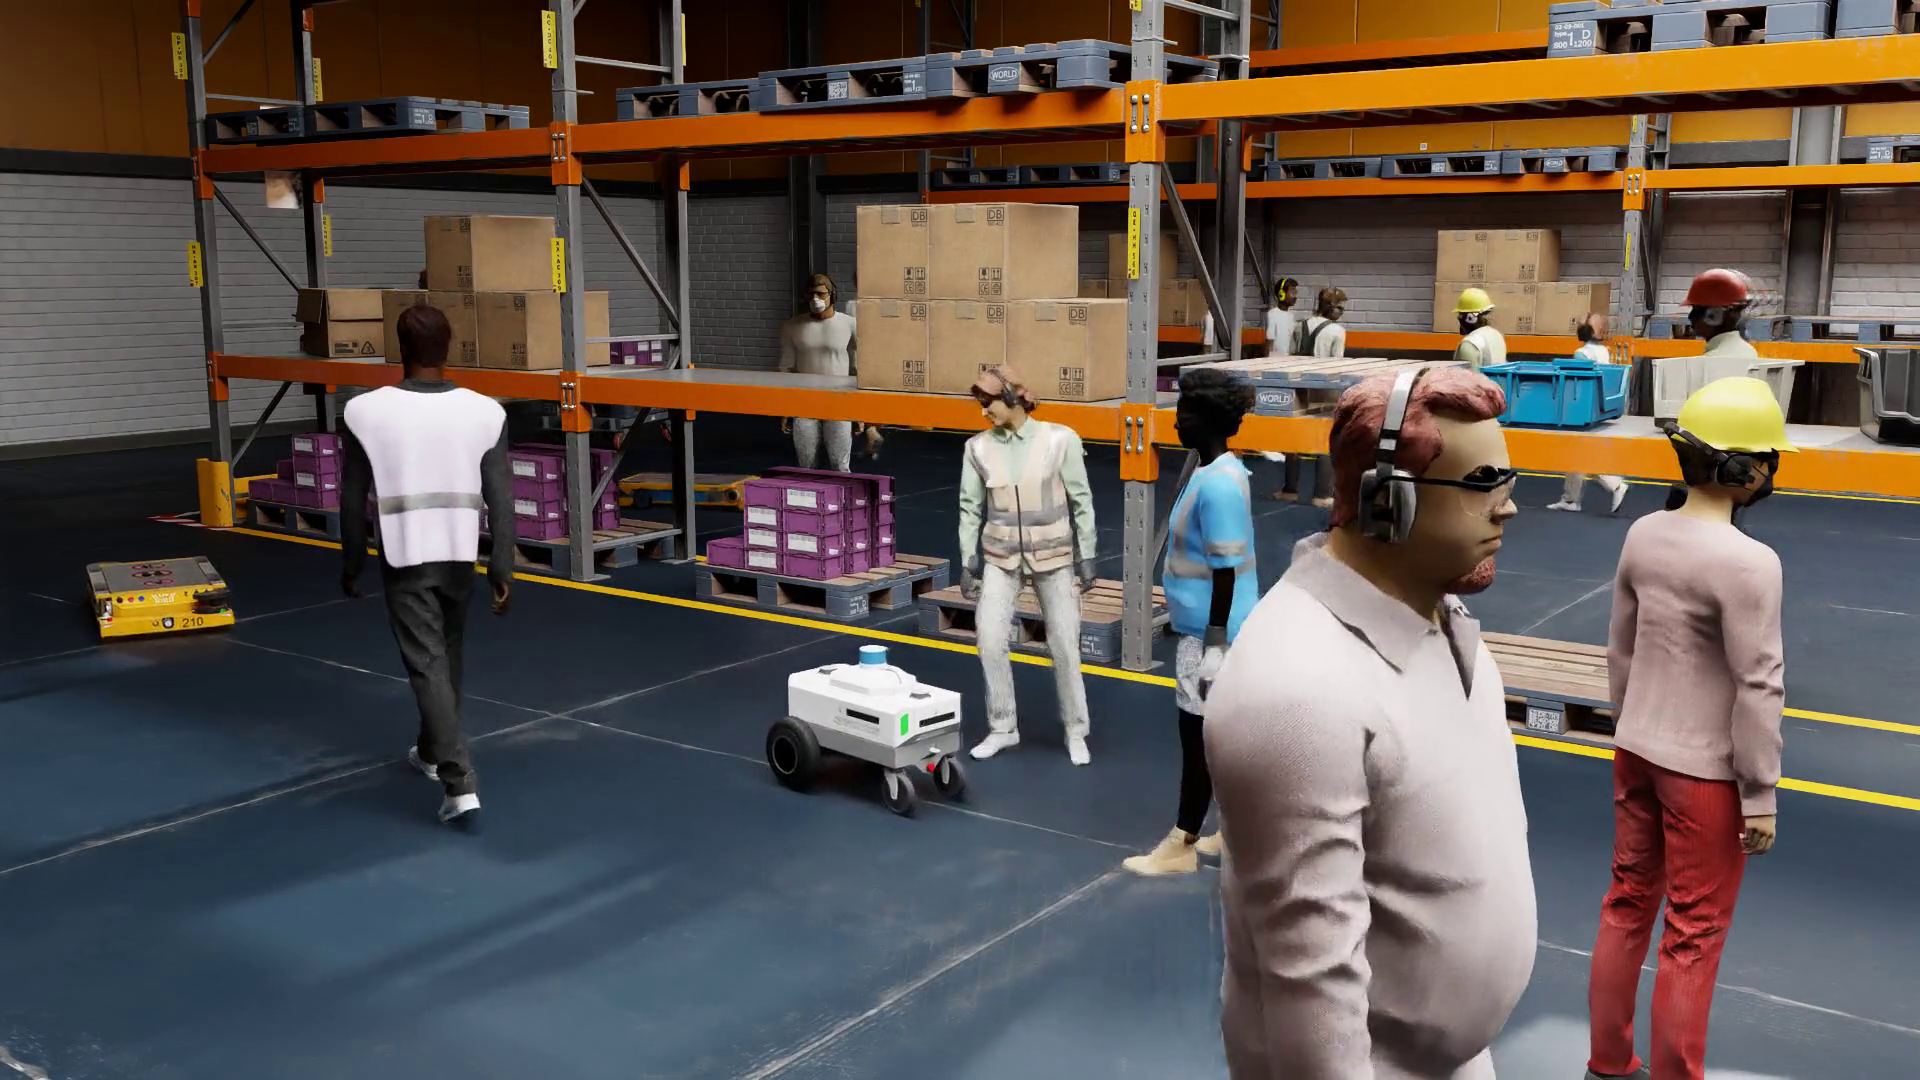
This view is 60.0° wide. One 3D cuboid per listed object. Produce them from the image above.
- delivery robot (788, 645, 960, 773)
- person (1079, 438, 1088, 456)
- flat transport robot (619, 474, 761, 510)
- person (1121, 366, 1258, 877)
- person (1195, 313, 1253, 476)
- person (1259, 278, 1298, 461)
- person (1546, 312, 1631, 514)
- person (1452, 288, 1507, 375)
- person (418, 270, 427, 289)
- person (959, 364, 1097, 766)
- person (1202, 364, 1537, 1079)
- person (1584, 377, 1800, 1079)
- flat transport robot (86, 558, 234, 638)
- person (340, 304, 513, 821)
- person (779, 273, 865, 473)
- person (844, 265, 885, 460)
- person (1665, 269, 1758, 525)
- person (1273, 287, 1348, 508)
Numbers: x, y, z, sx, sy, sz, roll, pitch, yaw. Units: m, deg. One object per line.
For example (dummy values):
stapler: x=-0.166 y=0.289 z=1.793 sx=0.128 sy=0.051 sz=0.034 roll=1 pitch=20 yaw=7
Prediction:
delivery robot: x=-0.329 y=0.645 z=6.333 sx=0.707 sy=0.478 sz=0.477 roll=9 pitch=13 yaw=44
person: x=1.158 y=-1.636 z=17.007 sx=0.424 sy=1.622 sz=0.545 roll=8 pitch=12 yaw=40
flat transport robot: x=-2.203 y=-0.410 z=13.743 sx=1.431 sy=0.197 sz=0.652 roll=2 pitch=10 yaw=12
person: x=0.800 y=0.278 z=5.465 sx=0.401 sy=1.696 sz=0.561 roll=1 pitch=10 yaw=6
person: x=2.544 y=-1.515 z=15.665 sx=0.804 sy=1.842 sz=0.516 roll=5 pitch=11 yaw=28
person: x=3.241 y=-1.692 z=16.698 sx=0.418 sy=1.855 sz=0.527 roll=6 pitch=11 yaw=30
person: x=5.031 y=-0.997 z=13.220 sx=0.633 sy=1.617 sz=0.525 roll=8 pitch=13 yaw=40
person: x=3.772 y=-0.935 z=12.242 sx=0.426 sy=1.826 sz=0.611 roll=9 pitch=13 yaw=41
person: x=-6.305 y=-2.256 z=19.874 sx=0.407 sy=1.910 sz=0.638 roll=-2 pitch=10 yaw=-13
person: x=0.279 y=0.104 z=6.679 sx=0.567 sy=1.615 sz=0.343 roll=3 pitch=10 yaw=17
person: x=0.554 y=0.706 z=2.269 sx=0.525 sy=1.898 sz=0.673 roll=7 pitch=12 yaw=34
person: x=1.690 y=0.511 z=3.811 sx=0.328 sy=1.767 sz=0.532 roll=-2 pitch=10 yaw=-11
flat transport robot: x=-4.598 y=0.300 z=9.514 sx=0.652 sy=0.197 sz=1.431 roll=-5 pitch=11 yaw=-29
person: x=-1.955 y=0.067 z=6.171 sx=0.587 sy=1.875 sz=1.014 roll=-7 pitch=12 yaw=-34
person: x=-0.969 y=-0.907 z=11.739 sx=0.635 sy=1.938 sz=0.359 roll=1 pitch=10 yaw=6
person: x=-0.917 y=-1.800 z=16.805 sx=0.614 sy=2.023 sz=0.502 roll=-8 pitch=12 yaw=-39
person: x=3.508 y=-0.301 z=8.007 sx=0.672 sy=1.975 sz=0.646 roll=7 pitch=12 yaw=37
person: x=2.910 y=-1.183 z=13.799 sx=0.375 sy=1.814 sz=0.730 roll=-7 pitch=12 yaw=-37
